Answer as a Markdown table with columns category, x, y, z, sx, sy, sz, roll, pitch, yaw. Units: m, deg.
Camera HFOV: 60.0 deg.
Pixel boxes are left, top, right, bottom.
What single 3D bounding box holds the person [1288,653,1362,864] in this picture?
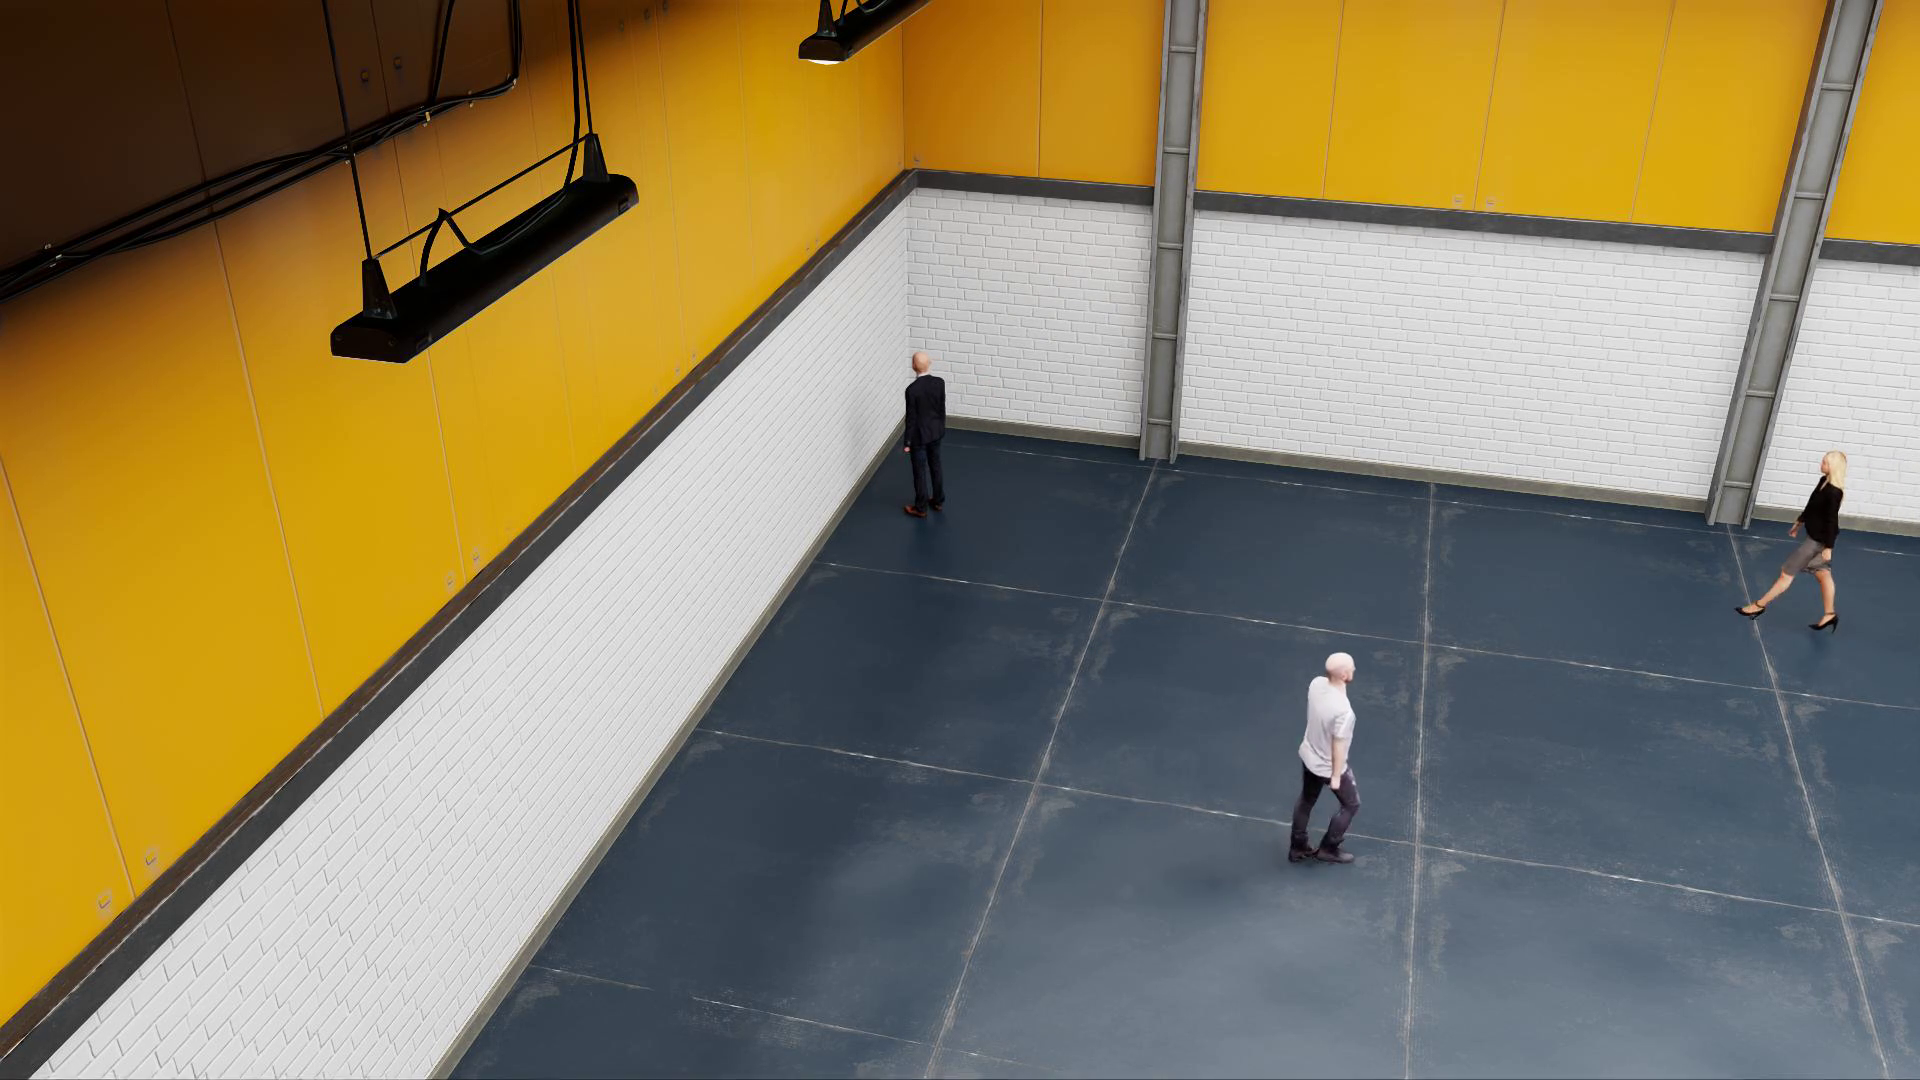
| category | x | y | z | sx | sy | sz | roll | pitch | yaw |
| --- | --- | --- | --- | --- | --- | --- | --- | --- | --- |
| person | 2.591 | 1.629 | 12.178 | 0.877 | 1.820 | 0.834 | -9 | 30 | -16 |

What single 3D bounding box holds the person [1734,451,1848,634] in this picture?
| category | x | y | z | sx | sy | sz | roll | pitch | yaw |
| --- | --- | --- | --- | --- | --- | --- | --- | --- | --- |
| person | 7.867 | 0.064 | 15.073 | 1.118 | 1.795 | 0.654 | 8 | 30 | 15 |

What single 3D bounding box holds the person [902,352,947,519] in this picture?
| category | x | y | z | sx | sy | sz | roll | pitch | yaw |
| --- | --- | --- | --- | --- | --- | --- | --- | --- | --- |
| person | -0.365 | -1.095 | 17.194 | 0.773 | 1.797 | 0.789 | -21 | 35 | -33 |
